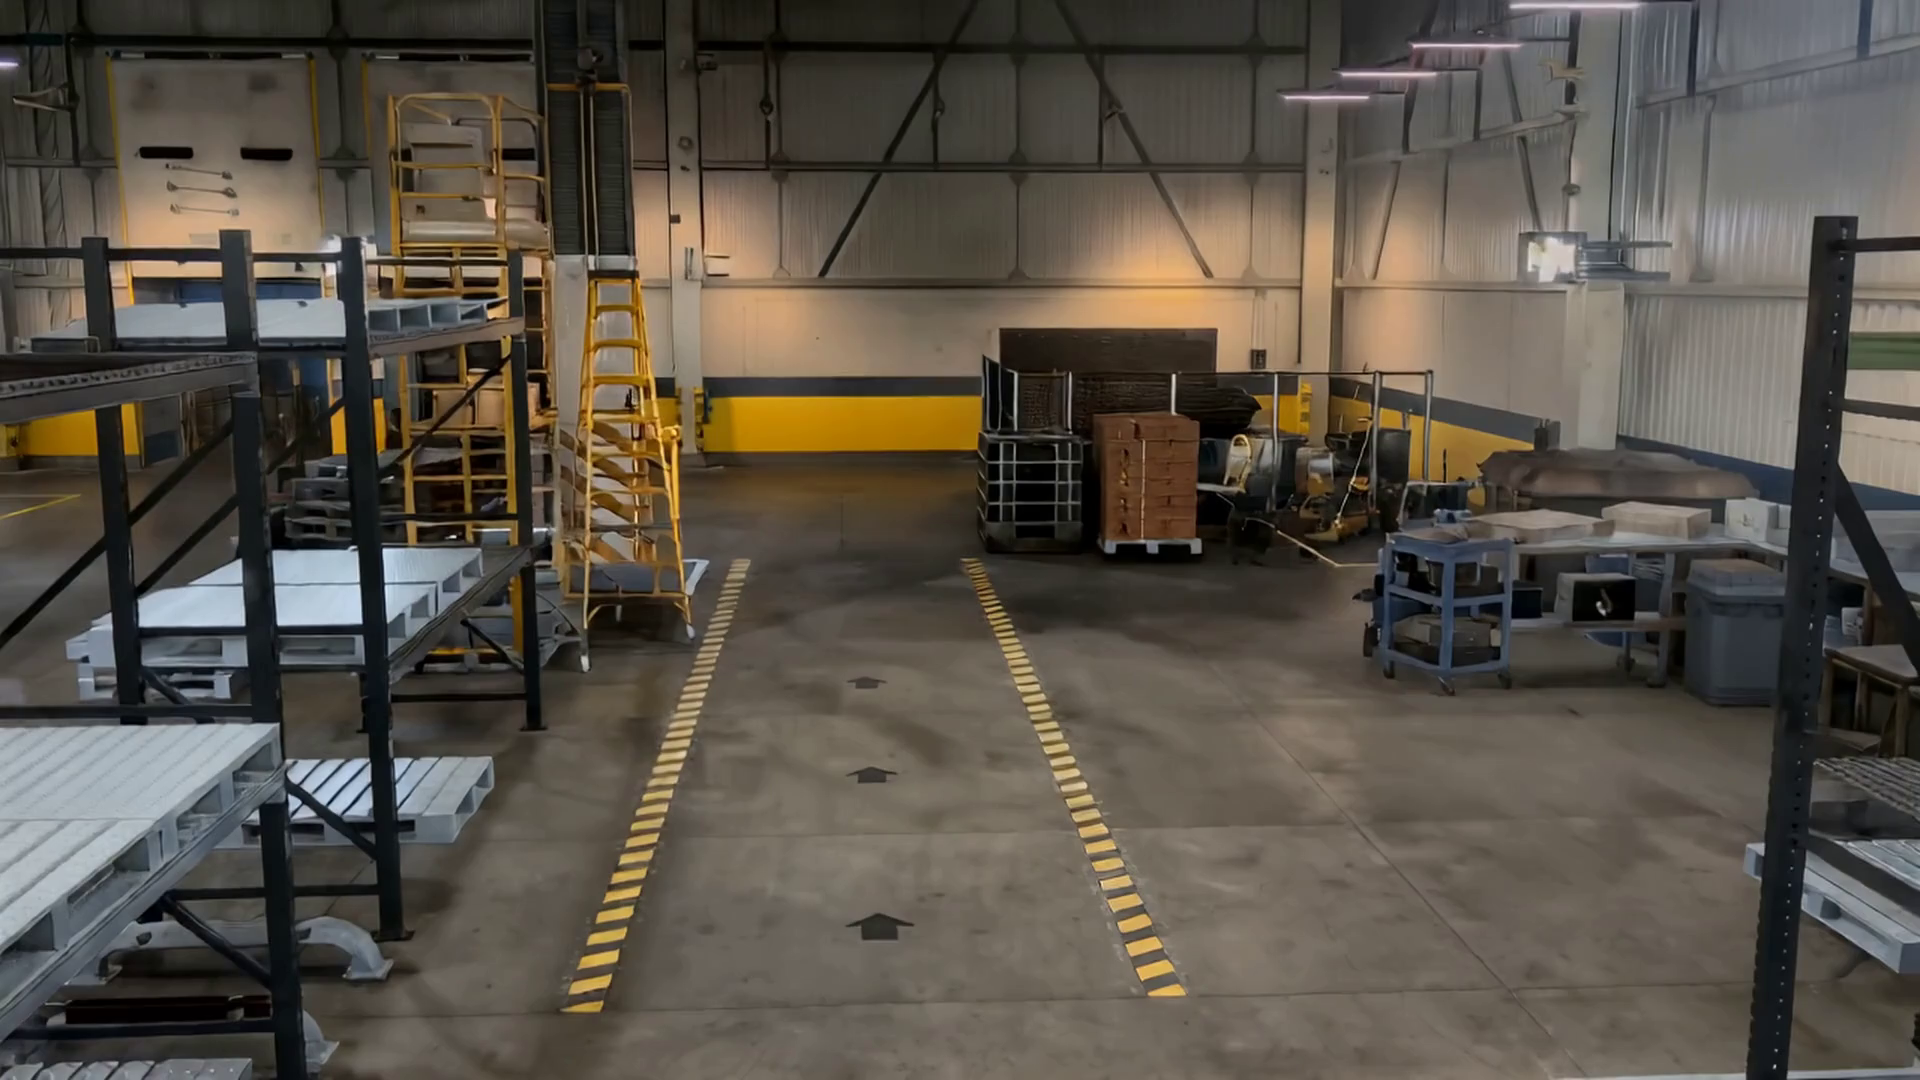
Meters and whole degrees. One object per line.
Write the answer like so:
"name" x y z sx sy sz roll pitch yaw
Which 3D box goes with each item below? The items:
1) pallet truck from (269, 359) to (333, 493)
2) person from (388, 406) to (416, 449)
"pallet truck" -7.062 -1.131 18.996 1.885 1.965 0.823 2 9 13
"person" -5.323 -0.461 15.851 0.860 1.657 0.539 -7 11 -38
